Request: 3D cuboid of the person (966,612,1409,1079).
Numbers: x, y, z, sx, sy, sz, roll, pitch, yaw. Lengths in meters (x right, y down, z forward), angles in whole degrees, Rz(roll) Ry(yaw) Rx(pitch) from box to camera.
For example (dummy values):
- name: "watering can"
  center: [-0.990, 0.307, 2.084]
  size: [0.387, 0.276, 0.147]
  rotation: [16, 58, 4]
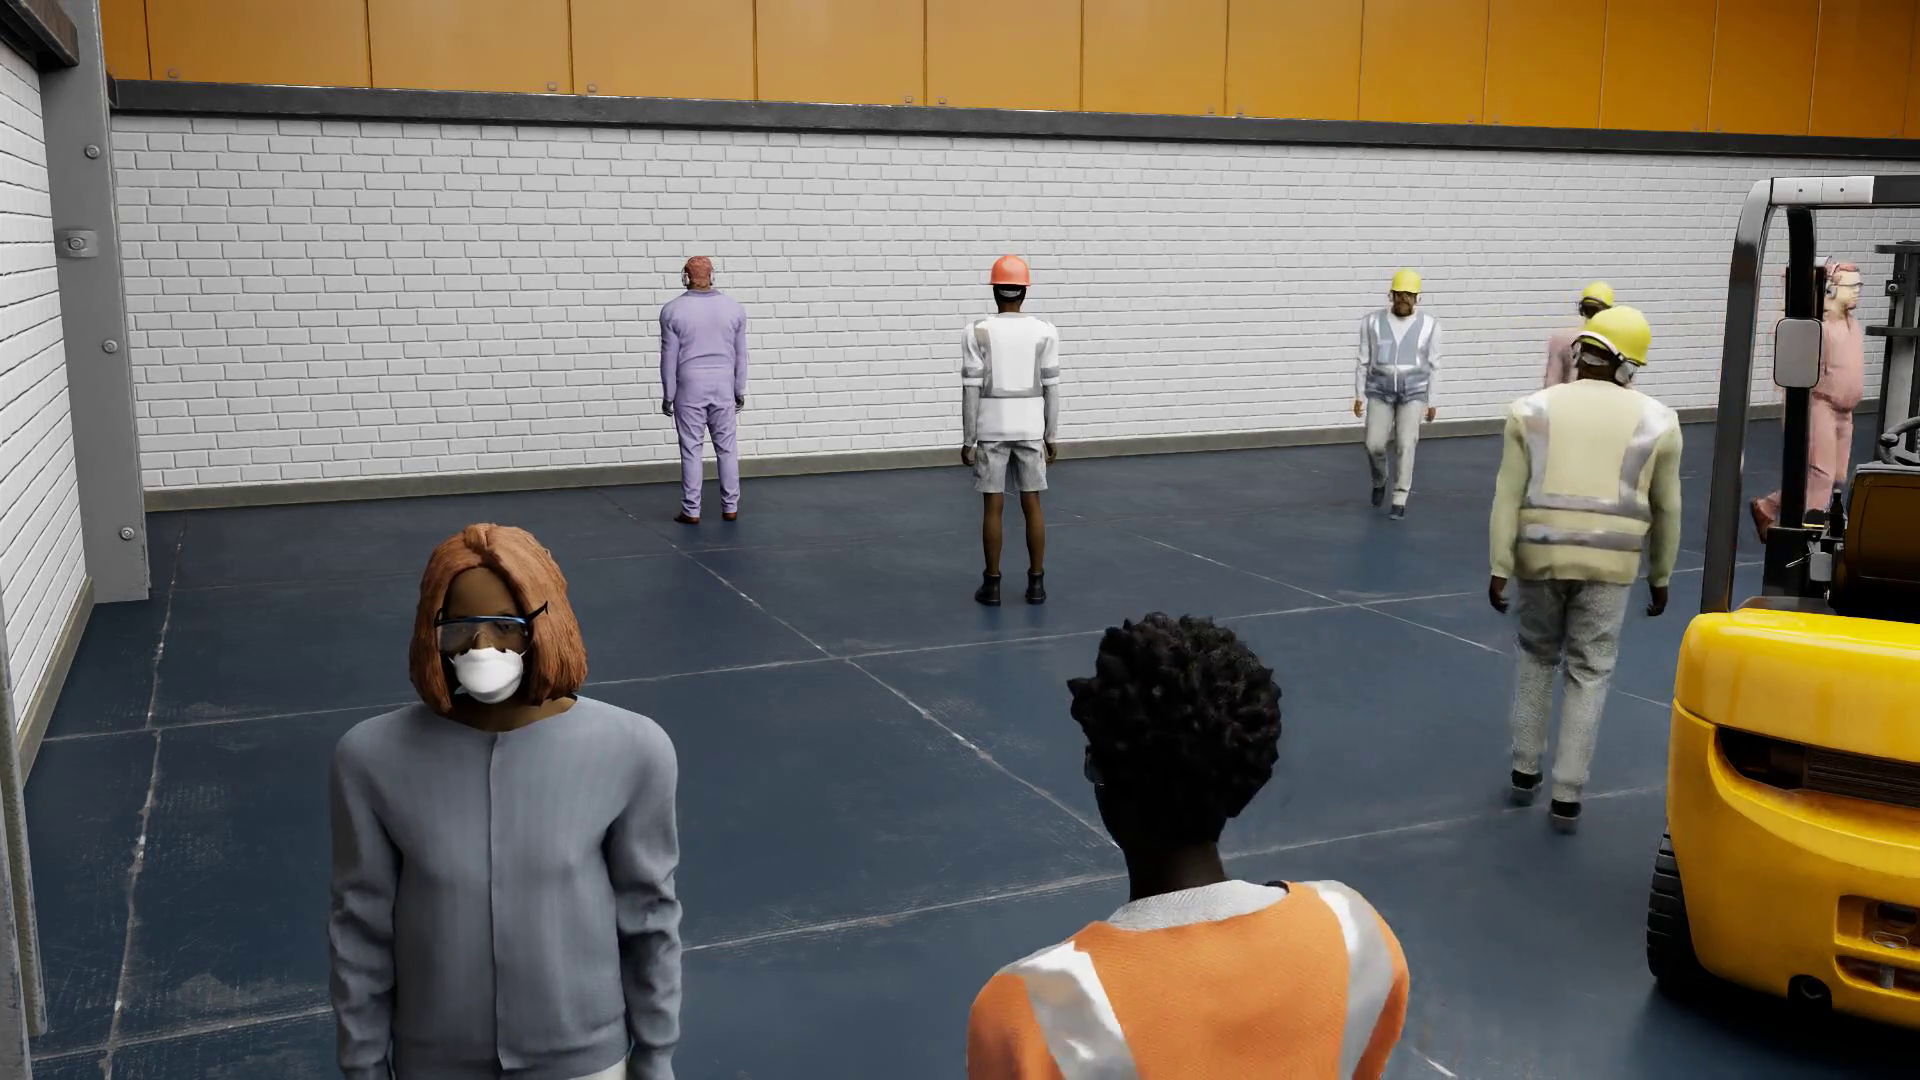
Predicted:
- name: "person"
  center: [0.238, 0.896, 1.768]
  size: [0.528, 1.633, 0.953]
  rotation: [-4, 11, -21]

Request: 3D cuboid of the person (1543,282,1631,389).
- name: "person"
  center: [4.156, -0.826, 11.014]
  size: [0.525, 1.727, 0.872]
  rotation: [6, 12, 32]

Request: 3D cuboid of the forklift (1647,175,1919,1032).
- name: "forklift"
  center: [2.810, 0.094, 4.662]
  size: [1.214, 2.155, 2.313]
  rotation: [7, 12, 34]

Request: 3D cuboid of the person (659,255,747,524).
- name: "person"
  center: [-1.830, -1.063, 11.835]
  size: [0.642, 1.906, 0.410]
  rotation: [-5, 11, -26]

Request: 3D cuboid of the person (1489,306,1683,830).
- name: "person"
  center: [2.166, 0.090, 5.790]
  size: [0.611, 1.788, 0.610]
  rotation: [5, 11, 24]

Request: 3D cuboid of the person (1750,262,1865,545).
- name: "person"
  center: [5.293, -0.778, 10.341]
  size: [0.648, 1.891, 0.663]
  rotation: [-7, 13, -35]

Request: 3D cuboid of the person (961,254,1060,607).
- name: "person"
  center: [0.269, -0.600, 9.194]
  size: [0.552, 1.935, 0.373]
  rotation: [-2, 10, -9]

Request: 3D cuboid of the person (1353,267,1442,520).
- name: "person"
  center: [3.163, -1.056, 12.029]
  size: [0.616, 1.818, 0.443]
  rotation: [3, 11, 17]

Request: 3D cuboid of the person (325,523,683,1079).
- name: "person"
  center: [-0.650, 0.780, 2.426]
  size: [0.497, 1.633, 0.285]
  rotation: [-2, 10, -11]
